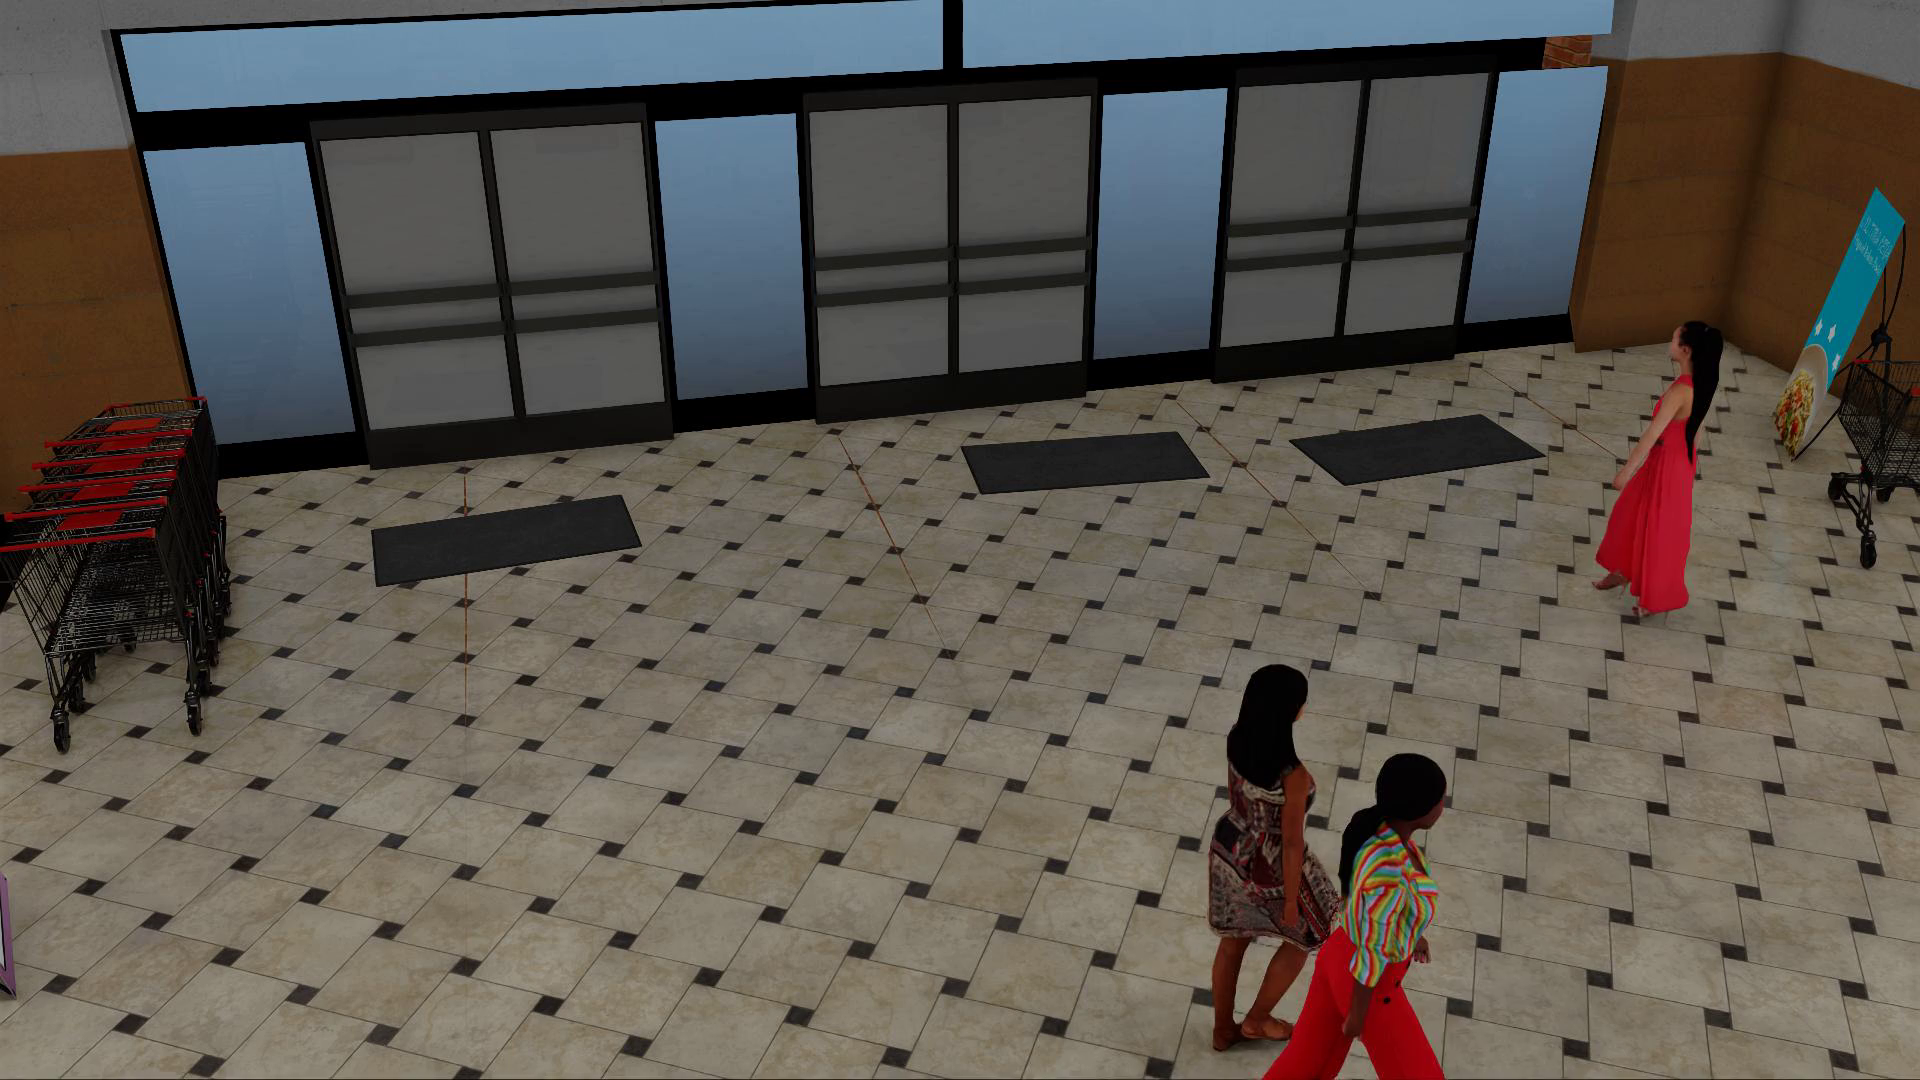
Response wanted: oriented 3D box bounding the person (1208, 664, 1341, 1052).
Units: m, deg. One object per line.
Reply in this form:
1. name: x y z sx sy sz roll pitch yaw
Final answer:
1. person: 1.004 1.194 5.943 0.792 1.636 0.710 -15 30 -26

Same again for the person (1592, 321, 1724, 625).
1. person: 3.827 -0.312 8.829 0.925 1.713 0.837 22 34 36

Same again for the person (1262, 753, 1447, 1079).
1. person: 1.191 1.457 5.316 0.838 1.734 1.112 0 27 0
